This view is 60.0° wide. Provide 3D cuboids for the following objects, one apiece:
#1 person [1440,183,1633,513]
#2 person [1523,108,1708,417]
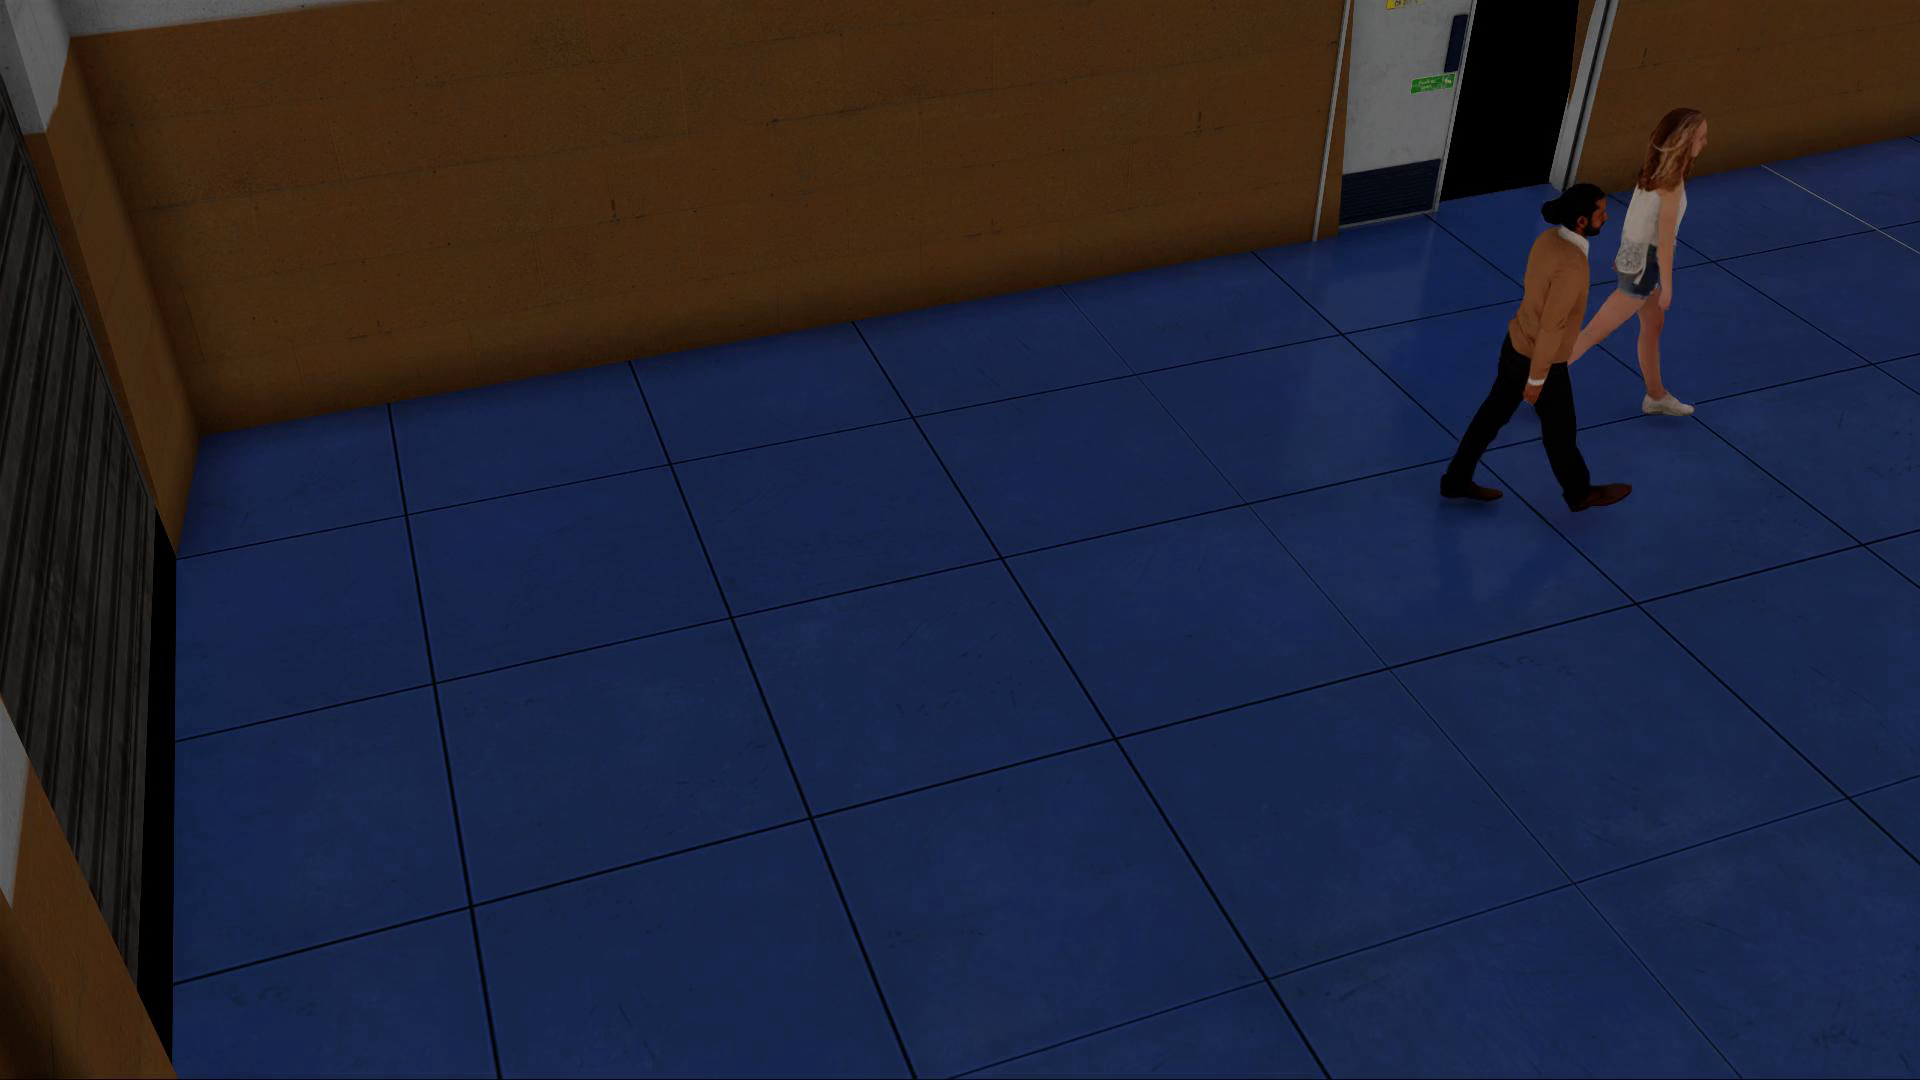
[{"bbox_3d":[2.645,-0.856,7.862,1.029,1.714,1.159,2,37,3],"label":"person"},{"bbox_3d":[3.370,-1.355,8.527,1.061,1.713,1.163,7,37,9],"label":"person"}]
